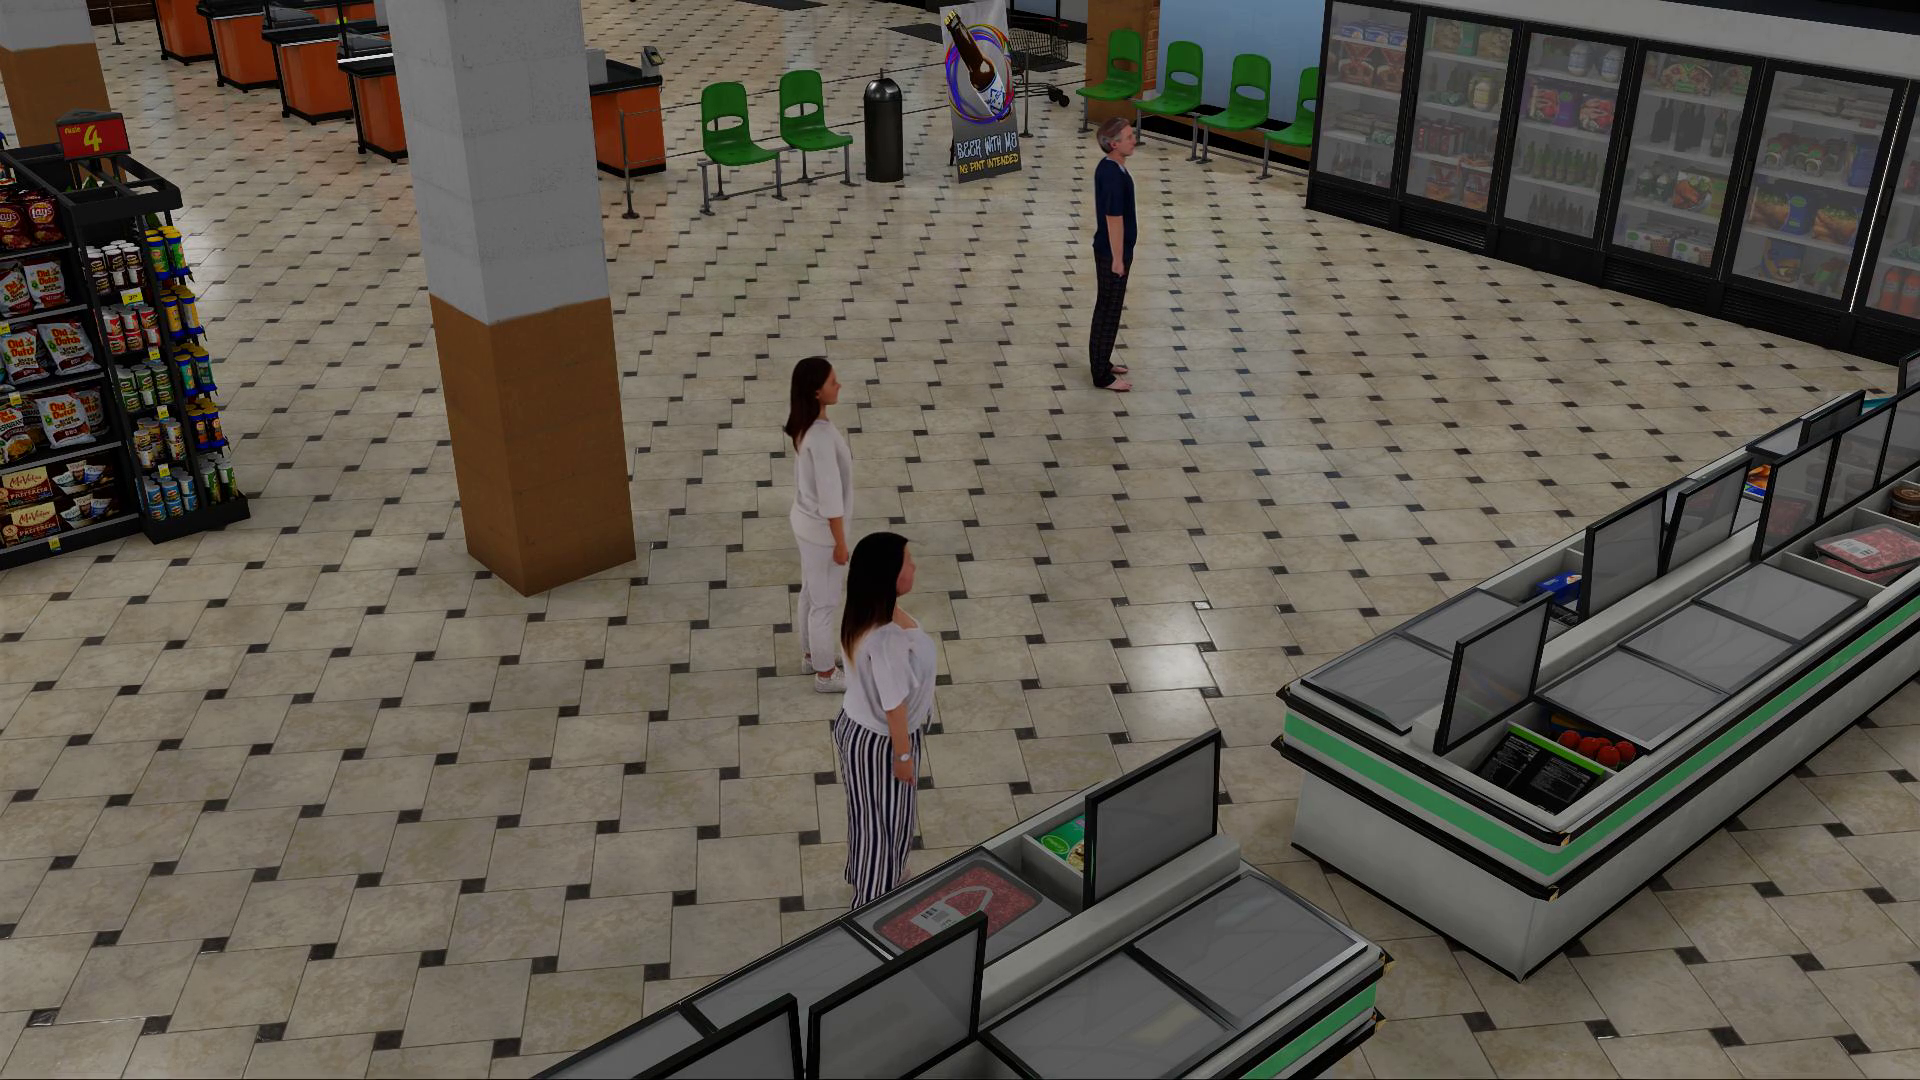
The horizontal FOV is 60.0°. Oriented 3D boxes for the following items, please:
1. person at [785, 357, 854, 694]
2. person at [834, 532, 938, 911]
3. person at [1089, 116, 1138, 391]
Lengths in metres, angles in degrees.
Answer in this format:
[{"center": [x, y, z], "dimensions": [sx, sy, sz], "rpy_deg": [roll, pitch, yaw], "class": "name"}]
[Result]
[{"center": [-0.668, -0.069, 7.923], "dimensions": [0.654, 1.688, 0.666], "rpy_deg": [-9, 28, -17], "class": "person"}, {"center": [-0.297, 0.729, 6.357], "dimensions": [0.763, 1.681, 0.772], "rpy_deg": [-7, 28, -14], "class": "person"}, {"center": [1.055, -1.986, 11.501], "dimensions": [0.781, 1.872, 0.727], "rpy_deg": [2, 27, 3], "class": "person"}]
